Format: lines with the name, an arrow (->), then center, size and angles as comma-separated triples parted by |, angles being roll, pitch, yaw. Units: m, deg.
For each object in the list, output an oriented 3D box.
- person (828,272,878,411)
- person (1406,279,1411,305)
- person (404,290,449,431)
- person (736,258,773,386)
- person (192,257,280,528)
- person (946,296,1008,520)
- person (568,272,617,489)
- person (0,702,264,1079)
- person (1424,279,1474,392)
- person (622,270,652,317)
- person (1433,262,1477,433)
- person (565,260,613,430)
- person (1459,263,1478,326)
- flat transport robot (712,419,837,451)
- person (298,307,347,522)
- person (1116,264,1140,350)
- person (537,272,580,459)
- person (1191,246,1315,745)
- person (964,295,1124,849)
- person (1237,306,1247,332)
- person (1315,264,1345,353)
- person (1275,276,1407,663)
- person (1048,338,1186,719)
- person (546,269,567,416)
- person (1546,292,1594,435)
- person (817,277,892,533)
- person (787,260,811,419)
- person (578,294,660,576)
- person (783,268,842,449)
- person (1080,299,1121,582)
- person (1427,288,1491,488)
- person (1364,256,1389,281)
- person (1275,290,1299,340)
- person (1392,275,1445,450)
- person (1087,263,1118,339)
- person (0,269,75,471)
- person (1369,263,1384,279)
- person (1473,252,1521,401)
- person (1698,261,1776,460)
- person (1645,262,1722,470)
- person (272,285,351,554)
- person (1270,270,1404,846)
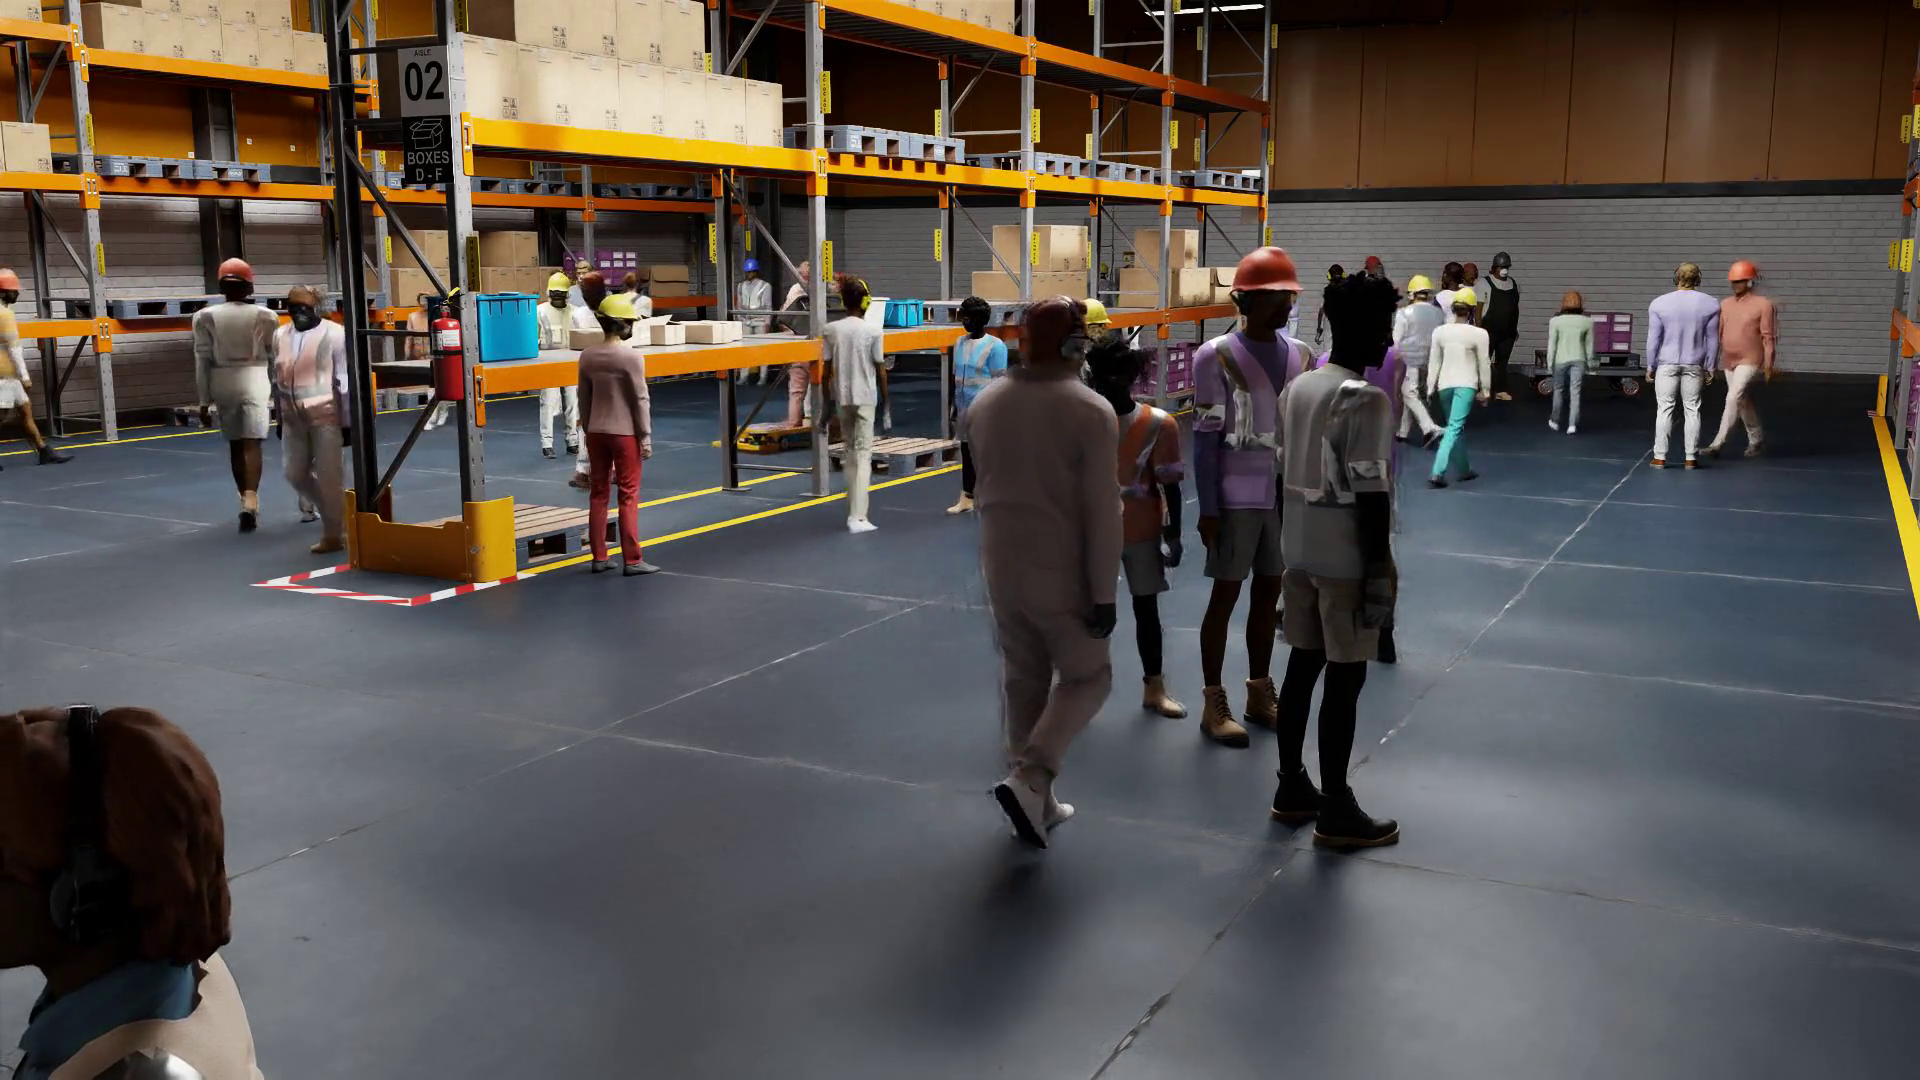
person -> -1.292, -2.191, 19.248 | 0.871, 1.813, 0.565 | -8, 13, -40
person -> 6.948, -3.197, 25.555 | 0.286, 1.636, 0.499 | 1, 10, 5
person -> -6.098, -2.092, 19.253 | 0.509, 1.601, 0.824 | 2, 10, 14
person -> -3.134, -3.302, 25.296 | 0.617, 1.946, 0.428 | 4, 10, 20
person -> -5.340, -1.092, 12.350 | 0.623, 1.998, 1.022 | -3, 10, -17
person -> 0.130, -1.004, 12.685 | 0.530, 1.696, 0.321 | 9, 13, 43
person -> -3.103, -1.356, 14.285 | 0.603, 1.836, 0.913 | 1, 10, 8
person -> -0.754, 0.944, 1.564 | 0.307, 1.642, 0.514 | -5, 11, -25
person -> 6.881, -2.891, 23.331 | 0.719, 1.809, 0.712 | -4, 11, -22
person -> -4.059, -2.397, 20.426 | 0.520, 1.819, 0.864 | 2, 10, 12
person -> 5.528, -2.157, 18.708 | 0.592, 1.922, 0.392 | -6, 11, -29
person -> -4.255, -2.225, 19.050 | 0.629, 1.939, 0.372 | 0, 10, -2
person -> 7.072, -2.924, 23.254 | 0.584, 1.882, 0.337 | -1, 10, -8
flat transport robot -> -1.856, -1.105, 17.387 | 0.652, 0.197, 1.431 | 7, 12, 35
person -> -4.806, -0.936, 12.488 | 0.509, 1.629, 0.315 | 1, 10, 3
person -> 2.653, -3.388, 26.057 | 0.429, 1.847, 0.625 | -1, 10, -4
person -> -3.949, -1.722, 16.459 | 0.591, 1.829, 0.404 | -7, 12, -36
person -> 1.237, -0.182, 6.914 | 0.607, 2.048, 0.365 | -6, 11, -30
person -> 0.261, 0.124, 5.627 | 0.645, 1.887, 0.550 | 8, 13, 40
person -> 3.895, -2.684, 21.823 | 0.595, 1.904, 0.774 | 5, 11, 29
person -> 5.213, -2.899, 23.172 | 0.512, 1.865, 0.329 | 0, 10, 1
person -> 1.948, -0.374, 8.445 | 0.560, 1.893, 0.927 | -4, 11, -23
person -> 0.666, -0.027, 7.124 | 0.594, 1.663, 0.559 | 4, 11, 22
person -> -4.910, -2.482, 20.868 | 0.517, 1.837, 0.790 | 4, 11, 24
person -> 6.861, -1.989, 18.715 | 0.522, 1.586, 0.875 | 2, 10, 10
person -> -0.768, -0.992, 12.201 | 0.557, 1.873, 0.495 | 4, 11, 23
person -> -1.829, -2.344, 19.748 | 0.375, 1.936, 0.628 | -7, 12, -34
person -> -2.155, -0.655, 10.469 | 0.528, 1.765, 0.328 | 5, 11, 29
person -> -1.489, -1.899, 17.367 | 0.679, 1.860, 0.952 | 6, 11, 30
person -> 0.783, -0.605, 10.237 | 0.297, 1.744, 0.487 | -6, 12, -32
person -> 4.335, -1.323, 14.470 | 0.924, 1.725, 0.536 | -9, 13, -43
person -> 6.778, -3.659, 27.271 | 0.769, 1.967, 0.580 | -5, 11, -29
person -> 3.809, -2.338, 19.715 | 0.371, 1.933, 0.551 | -1, 10, -5
person -> 4.752, -1.839, 17.228 | 0.585, 1.806, 0.863 | -5, 11, -26
person -> 2.575, -4.102, 30.220 | 0.601, 1.830, 0.404 | 2, 10, 13
person -> -8.865, -1.580, 15.516 | 0.565, 1.870, 0.969 | 9, 14, 43
person -> 5.843, -3.021, 23.880 | 0.415, 1.875, 0.812 | 5, 11, 29
person -> 7.390, -2.921, 22.786 | 0.684, 2.000, 0.536 | -2, 10, -13
person -> 7.698, -1.756, 16.349 | 1.001, 1.957, 0.637 | -4, 11, -22
person -> 6.742, -1.620, 15.549 | 0.635, 1.938, 0.361 | 3, 10, 16
person -> -4.347, -0.817, 11.271 | 0.666, 1.815, 0.519 | 2, 10, 14
person -> 1.303, 0.062, 5.737 | 0.362, 1.960, 0.614 | -3, 10, -19
